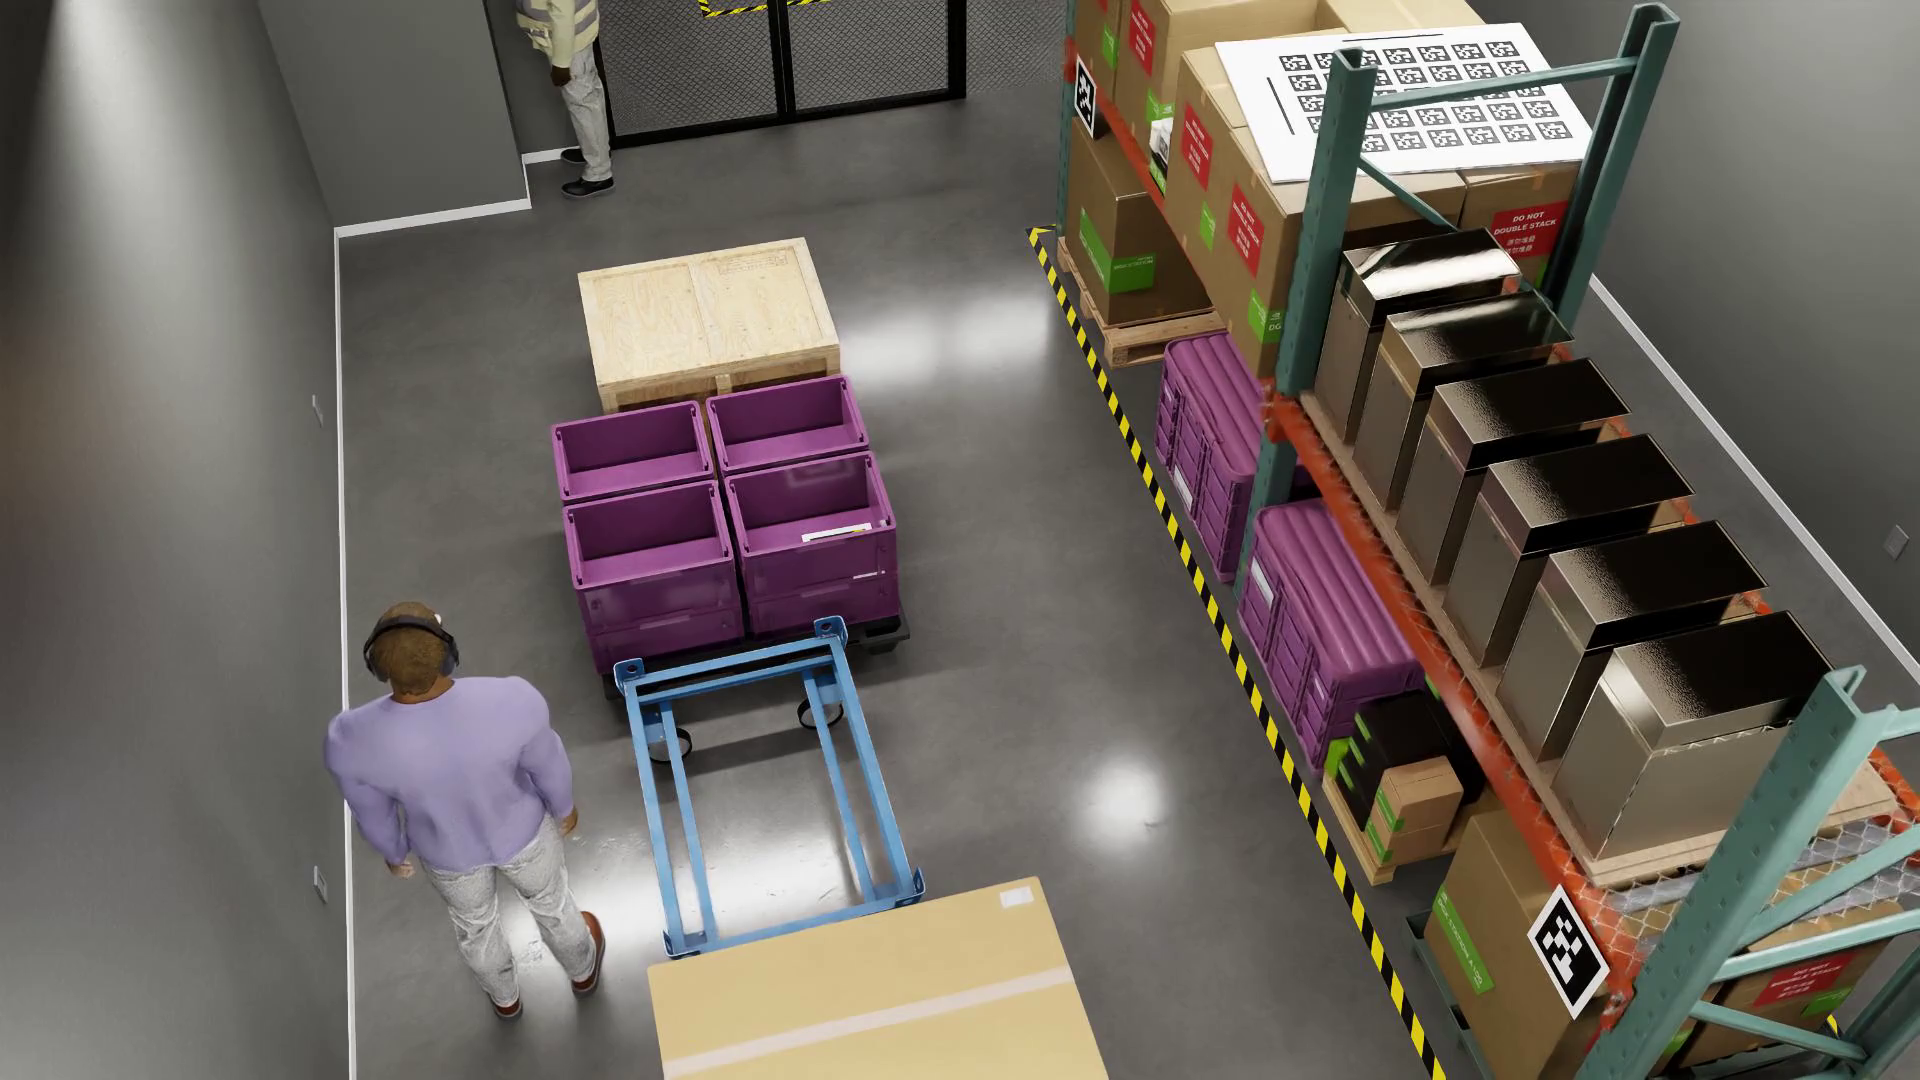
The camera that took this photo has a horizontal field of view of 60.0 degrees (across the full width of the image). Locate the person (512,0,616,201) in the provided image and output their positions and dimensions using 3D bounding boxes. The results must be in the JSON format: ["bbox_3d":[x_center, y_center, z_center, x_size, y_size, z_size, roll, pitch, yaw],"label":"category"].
[{"bbox_3d":[-1.996,-2.553,8.302,0.404,1.833,0.591,-5,48,-4],"label":"person"}]

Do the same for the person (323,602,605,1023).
[{"bbox_3d":[-1.473,0.874,5.083,0.627,1.940,0.376,-12,48,-10],"label":"person"}]
